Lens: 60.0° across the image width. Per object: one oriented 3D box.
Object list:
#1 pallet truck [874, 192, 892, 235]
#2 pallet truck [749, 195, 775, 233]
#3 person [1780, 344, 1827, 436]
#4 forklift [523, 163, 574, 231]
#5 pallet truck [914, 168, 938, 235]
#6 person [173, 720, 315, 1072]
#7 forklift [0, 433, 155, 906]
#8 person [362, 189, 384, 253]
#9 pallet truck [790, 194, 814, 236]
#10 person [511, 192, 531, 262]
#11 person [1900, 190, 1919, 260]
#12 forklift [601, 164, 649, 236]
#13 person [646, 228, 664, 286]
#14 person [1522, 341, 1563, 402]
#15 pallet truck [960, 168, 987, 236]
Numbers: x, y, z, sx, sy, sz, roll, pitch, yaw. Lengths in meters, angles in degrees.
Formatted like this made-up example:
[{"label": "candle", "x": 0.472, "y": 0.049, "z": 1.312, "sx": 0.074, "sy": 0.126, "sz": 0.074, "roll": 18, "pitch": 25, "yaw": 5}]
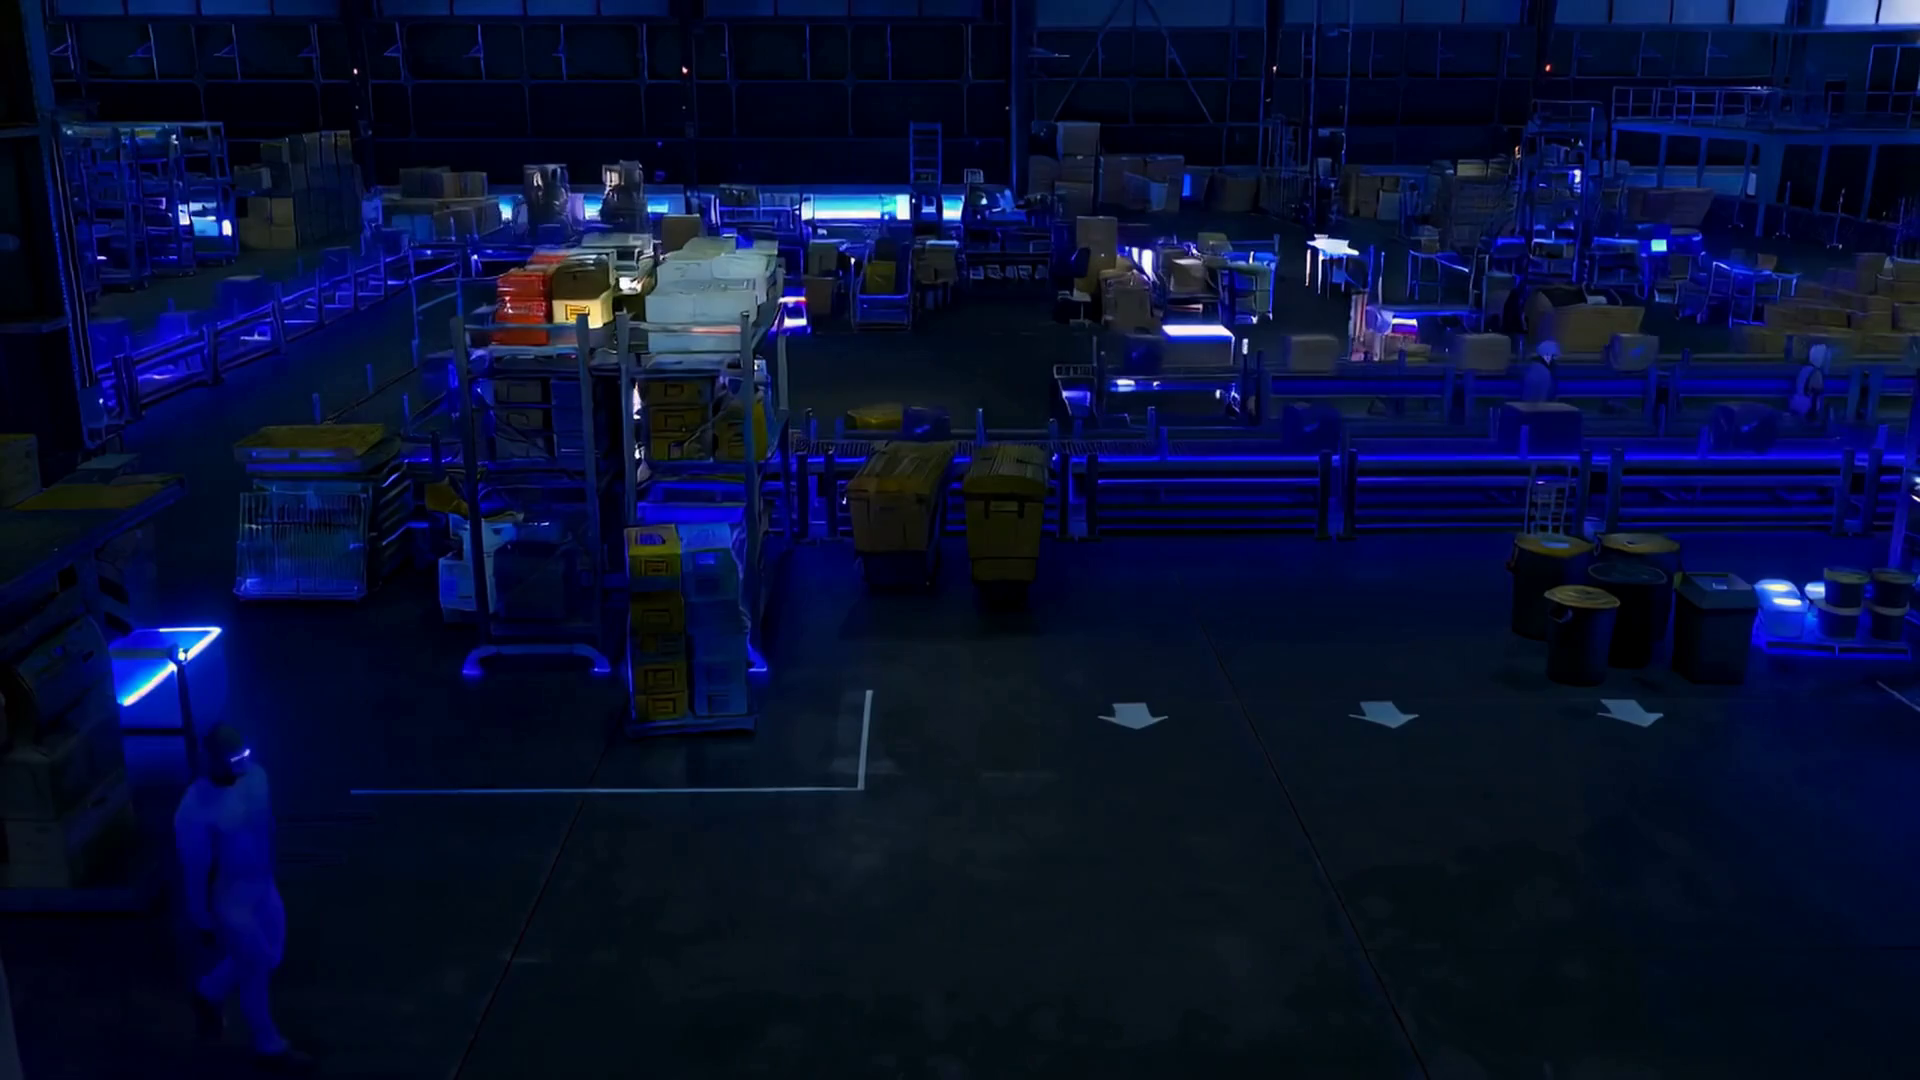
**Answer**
[{"label": "pallet truck", "x": -2.277, "y": -9.986, "z": 50.594, "sx": 0.653, "sy": 1.274, "sz": 1.630, "roll": 0, "pitch": 16, "yaw": -1}, {"label": "pallet truck", "x": -6.051, "y": -9.967, "z": 50.660, "sx": 0.680, "sy": 1.201, "sz": 1.601, "roll": 0, "pitch": 16, "yaw": -1}, {"label": "person", "x": 10.681, "y": -1.670, "z": 21.072, "sx": 0.886, "sy": 1.655, "sz": 0.540, "roll": 0, "pitch": 16, "yaw": 2}, {"label": "forklift", "x": -12.233, "y": -10.122, "z": 49.298, "sx": 1.157, "sy": 1.987, "sz": 2.680, "roll": 0, "pitch": 16, "yaw": -1}, {"label": "pallet truck", "x": -0.989, "y": -10.316, "z": 50.507, "sx": 0.823, "sy": 1.965, "sz": 1.885, "roll": 1, "pitch": 16, "yaw": 3}, {"label": "person", "x": -3.750, "y": 1.807, "z": 8.515, "sx": 0.738, "sy": 1.919, "sz": 0.633, "roll": 4, "pitch": 17, "yaw": 14}, {"label": "forklift", "x": -5.952, "y": 0.780, "z": 10.366, "sx": 1.873, "sy": 2.768, "sz": 1.129, "roll": 0, "pitch": 16, "yaw": -1}, {"label": "person", "x": -15.383, "y": -8.297, "z": 43.730, "sx": 0.641, "sy": 1.875, "sz": 0.893, "roll": 5, "pitch": 17, "yaw": 16}, {"label": "pallet truck", "x": -4.814, "y": -9.883, "z": 50.259, "sx": 0.704, "sy": 1.261, "sz": 1.522, "roll": -1, "pitch": 16, "yaw": -3}, {"label": "person", "x": -11.392, "y": -8.090, "z": 43.084, "sx": 0.608, "sy": 1.815, "sz": 0.422, "roll": 12, "pitch": 20, "yaw": 35}, {"label": "person", "x": 23.644, "y": -7.648, "z": 41.169, "sx": 0.612, "sy": 2.036, "sz": 0.407, "roll": 5, "pitch": 17, "yaw": 18}, {"label": "forklift", "x": -9.948, "y": -10.127, "z": 49.296, "sx": 1.157, "sy": 1.987, "sz": 2.680, "roll": -1, "pitch": 16, "yaw": -3}, {"label": "person", "x": -6.315, "y": -5.522, "z": 34.259, "sx": 0.330, "sy": 1.765, "sz": 0.533, "roll": 11, "pitch": 20, "yaw": 34}, {"label": "person", "x": 7.179, "y": -1.549, "z": 20.398, "sx": 0.919, "sy": 1.780, "sz": 0.607, "roll": 0, "pitch": 16, "yaw": 0}, {"label": "pallet truck", "x": 0.383, "y": -10.230, "z": 50.206, "sx": 0.823, "sy": 1.965, "sz": 1.885, "roll": -1, "pitch": 16, "yaw": -3}]
